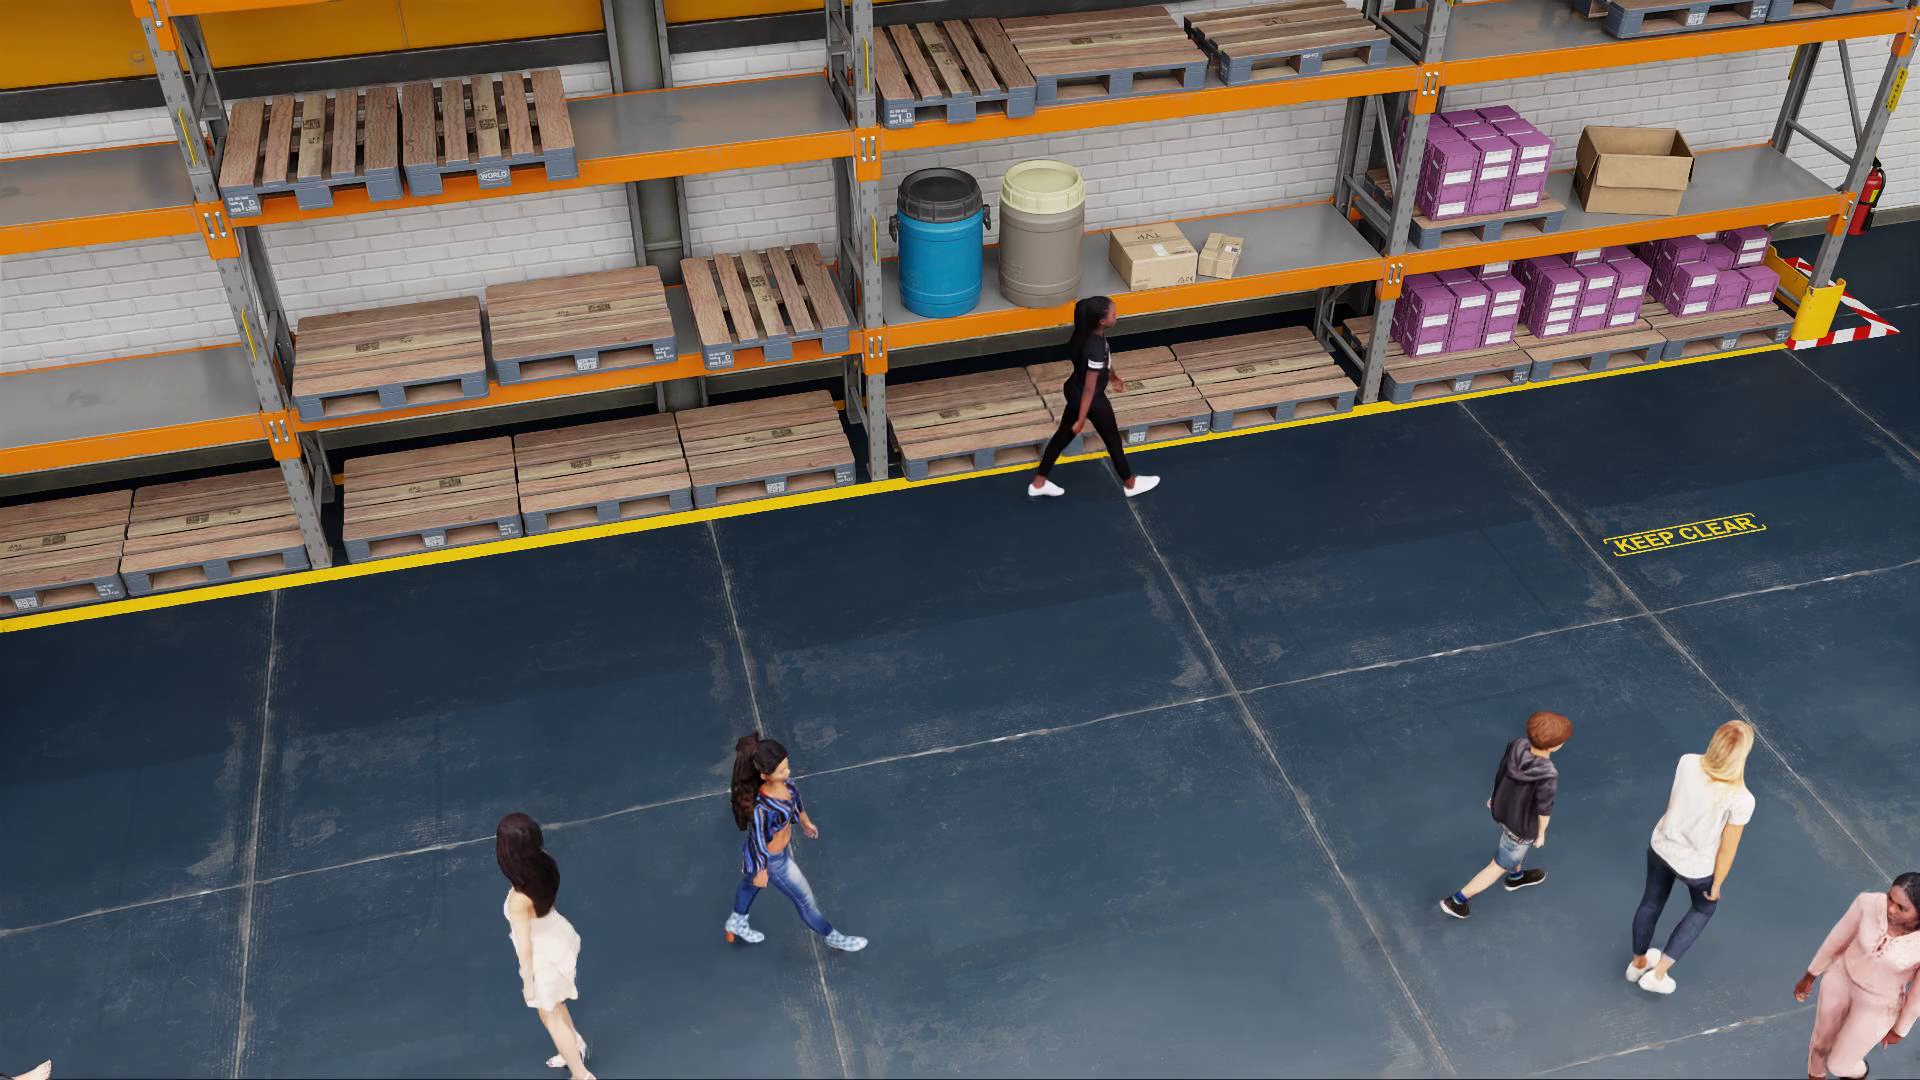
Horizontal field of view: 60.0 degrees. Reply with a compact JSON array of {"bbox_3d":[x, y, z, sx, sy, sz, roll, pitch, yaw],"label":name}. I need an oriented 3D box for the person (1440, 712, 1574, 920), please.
[{"bbox_3d":[2.923,1.491,8.869,0.960,1.423,0.576,-12,40,-15],"label":"person"}]

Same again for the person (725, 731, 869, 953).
[{"bbox_3d":[-1.049,1.604,8.605,1.087,1.577,0.801,1,39,1],"label":"person"}]

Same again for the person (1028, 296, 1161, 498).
[{"bbox_3d":[0.814,-0.953,11.726,1.193,1.678,0.667,-8,39,-9],"label":"person"}]

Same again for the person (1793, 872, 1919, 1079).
[{"bbox_3d":[4.303,2.129,7.843,0.756,1.707,0.698,-19,43,-23],"label":"person"}]

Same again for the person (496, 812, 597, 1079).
[{"bbox_3d":[-1.936,2.003,8.010,0.678,1.695,0.683,-5,39,-6],"label":"person"}]

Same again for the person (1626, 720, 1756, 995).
[{"bbox_3d":[3.586,1.646,8.375,0.747,1.797,0.700,-24,44,-27],"label":"person"}]
